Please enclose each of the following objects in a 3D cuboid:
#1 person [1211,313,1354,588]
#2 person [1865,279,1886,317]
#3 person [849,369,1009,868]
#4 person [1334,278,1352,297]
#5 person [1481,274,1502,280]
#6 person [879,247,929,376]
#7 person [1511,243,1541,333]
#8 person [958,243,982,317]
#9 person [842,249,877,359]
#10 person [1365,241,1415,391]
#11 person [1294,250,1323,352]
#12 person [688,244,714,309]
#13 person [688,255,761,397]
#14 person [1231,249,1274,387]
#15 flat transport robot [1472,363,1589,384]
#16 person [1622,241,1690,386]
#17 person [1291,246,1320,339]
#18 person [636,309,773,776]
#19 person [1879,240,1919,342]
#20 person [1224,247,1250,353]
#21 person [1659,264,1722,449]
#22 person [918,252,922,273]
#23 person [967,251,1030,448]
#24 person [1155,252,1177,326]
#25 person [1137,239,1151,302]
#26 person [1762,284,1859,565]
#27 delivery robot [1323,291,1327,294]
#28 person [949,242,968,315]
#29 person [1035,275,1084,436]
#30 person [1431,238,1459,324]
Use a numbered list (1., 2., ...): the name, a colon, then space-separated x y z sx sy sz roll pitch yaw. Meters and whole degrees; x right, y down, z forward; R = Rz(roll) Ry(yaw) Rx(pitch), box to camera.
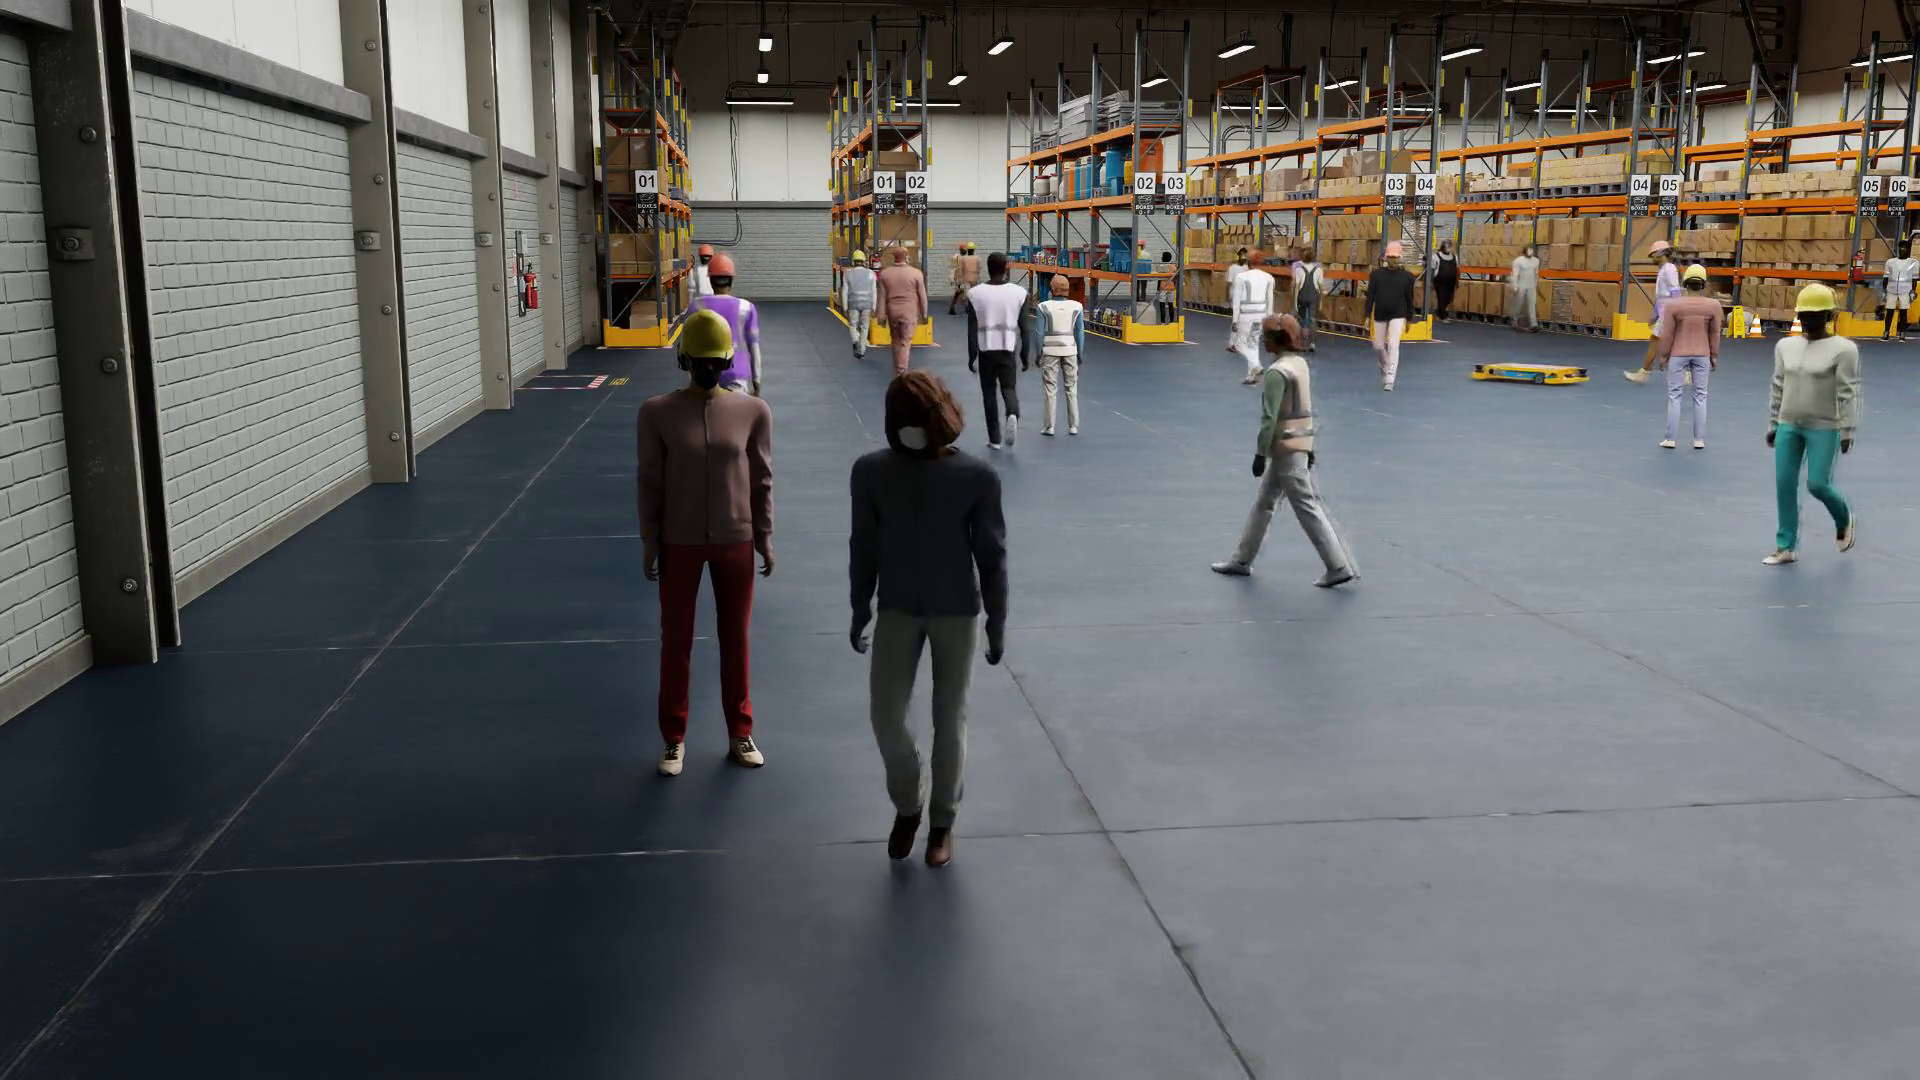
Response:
1. person: 1.928 -0.524 9.711 0.884 1.588 0.519 5 11 24
2. person: 19.455 -5.258 35.397 0.540 1.682 0.447 -1 10 -7
3. person: -0.103 0.262 5.303 0.524 1.610 0.394 1 10 7
4. person: 9.882 -6.687 42.576 0.561 1.918 0.457 -3 11 -15
5. person: 14.351 -7.114 44.872 0.628 1.939 0.375 -1 10 -7
6. person: -0.766 -3.180 23.501 0.650 1.871 0.911 3 11 17
7. person: 12.000 -5.328 35.245 0.648 1.880 1.039 -2 11 -11
8. person: 0.260 -6.464 41.482 0.599 1.885 0.963 -2 11 -12
9. person: -1.653 -3.878 27.469 0.597 1.817 0.495 -2 11 -13
10. person: 5.745 -2.995 22.211 0.624 1.970 0.786 5 11 24
11. person: 6.206 -4.250 29.584 0.524 1.803 0.965 0 10 2
12. person: -3.771 -3.432 24.721 0.575 1.921 0.451 -3 11 -18
13. person: -1.882 -1.330 13.331 0.574 1.881 1.017 -2 10 -9
14. person: 3.961 -2.983 22.422 0.591 1.864 0.538 -4 11 -22
15. flat transport robot: 7.978 -2.339 23.269 0.652 0.197 1.431 -9 14 -40
16. person: 9.560 -3.074 22.640 0.892 1.969 0.675 4 11 23
17. person: 6.848 -4.891 32.977 0.560 1.831 0.445 -3 11 -15
18. person: -0.954 0.013 6.298 0.522 1.762 0.320 -3 11 -18
19. person: 18.099 -4.790 32.055 0.607 1.966 0.367 8 13 38
20. person: 4.916 -4.176 29.054 0.484 1.843 0.588 -10 14 -43
21. person: 6.984 -1.749 15.935 0.533 1.768 0.311 2 11 11
22. person: -1.213 -6.822 43.101 0.634 2.008 0.867 -4 11 -19
23. person: 0.372 -1.783 15.793 0.602 1.895 0.684 -1 10 -8
24. person: 4.573 -5.564 37.085 0.555 1.698 0.383 -7 12 -33
25. person: 5.053 -7.468 46.698 0.623 1.972 0.722 1 10 8
26. person: 5.294 -0.709 10.296 0.554 1.750 0.531 -7 12 -33
27. delivery robot: 10.525 -7.234 49.070 0.707 0.478 0.477 -10 14 -44
28. person: 0.071 -6.763 43.115 1.022 1.872 0.561 9 14 40
29. person: 1.018 -1.880 17.005 0.523 1.638 0.310 -2 11 -11
30. person: 11.337 -6.094 39.000 0.688 2.000 0.845 -2 11 -11
